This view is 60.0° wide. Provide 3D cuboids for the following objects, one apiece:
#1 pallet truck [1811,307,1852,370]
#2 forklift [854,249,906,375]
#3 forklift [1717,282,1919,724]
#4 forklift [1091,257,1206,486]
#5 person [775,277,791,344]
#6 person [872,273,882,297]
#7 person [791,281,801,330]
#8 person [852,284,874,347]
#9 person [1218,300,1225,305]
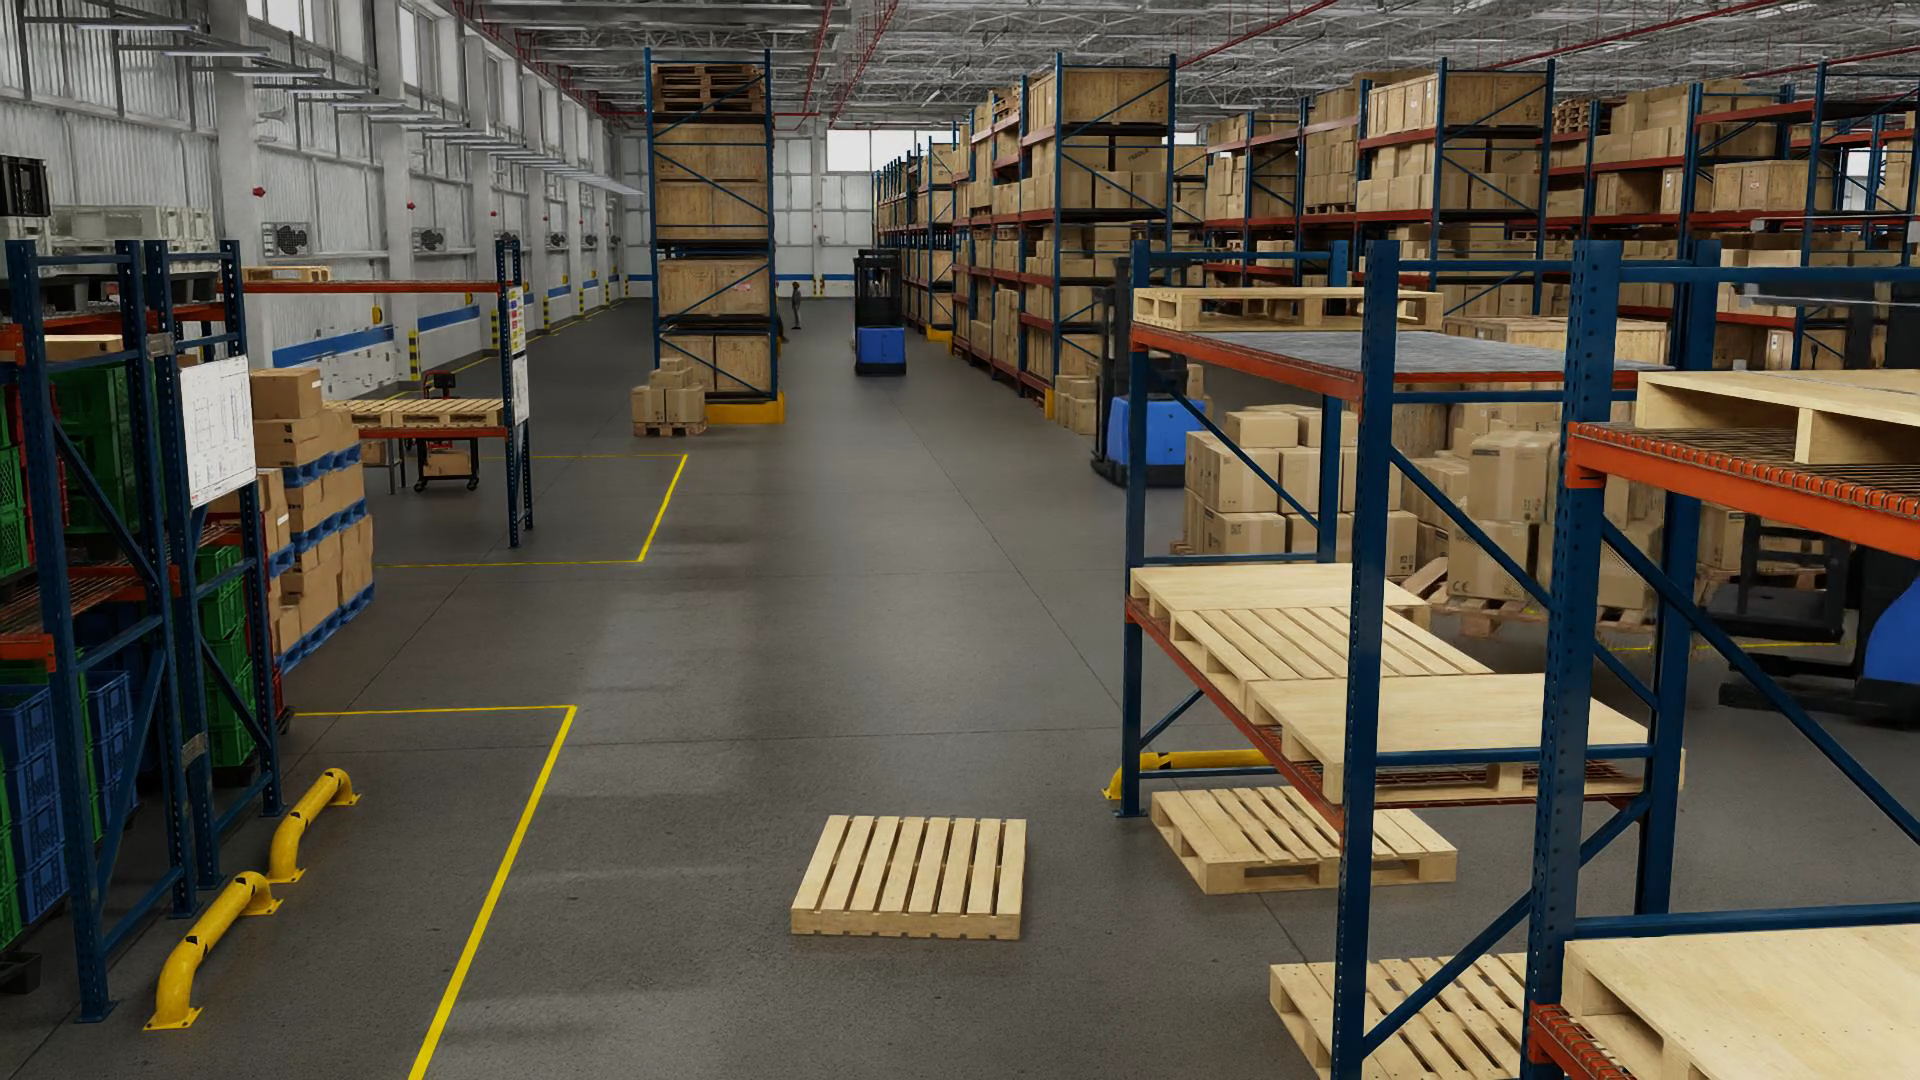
[{"bbox_3d":[15.846,-3.142,28.793,1.885,1.965,0.823,2,10,12],"label":"pallet truck"},{"bbox_3d":[-1.815,-5.166,37.558,1.129,2.768,1.873,-1,10,-6],"label":"forklift"},{"bbox_3d":[5.990,-0.294,10.565,1.873,2.768,1.129,5,12,28],"label":"forklift"},{"bbox_3d":[2.390,-2.157,20.884,1.129,2.768,1.873,-1,10,-6],"label":"forklift"},{"bbox_3d":[-5.492,-6.707,48.669,0.981,1.956,0.622,-1,10,-8],"label":"person"},{"bbox_3d":[-2.841,-8.207,57.074,0.392,1.920,0.589,-1,10,-4],"label":"person"},{"bbox_3d":[-5.569,-7.961,56.498,0.288,1.634,0.499,-6,12,-32],"label":"person"},{"bbox_3d":[-2.564,-6.122,45.785,0.709,1.823,0.638,2,10,11],"label":"person"},{"bbox_3d":[9.665,-8.848,61.466,0.332,1.617,0.550,0,10,0],"label":"person"}]
